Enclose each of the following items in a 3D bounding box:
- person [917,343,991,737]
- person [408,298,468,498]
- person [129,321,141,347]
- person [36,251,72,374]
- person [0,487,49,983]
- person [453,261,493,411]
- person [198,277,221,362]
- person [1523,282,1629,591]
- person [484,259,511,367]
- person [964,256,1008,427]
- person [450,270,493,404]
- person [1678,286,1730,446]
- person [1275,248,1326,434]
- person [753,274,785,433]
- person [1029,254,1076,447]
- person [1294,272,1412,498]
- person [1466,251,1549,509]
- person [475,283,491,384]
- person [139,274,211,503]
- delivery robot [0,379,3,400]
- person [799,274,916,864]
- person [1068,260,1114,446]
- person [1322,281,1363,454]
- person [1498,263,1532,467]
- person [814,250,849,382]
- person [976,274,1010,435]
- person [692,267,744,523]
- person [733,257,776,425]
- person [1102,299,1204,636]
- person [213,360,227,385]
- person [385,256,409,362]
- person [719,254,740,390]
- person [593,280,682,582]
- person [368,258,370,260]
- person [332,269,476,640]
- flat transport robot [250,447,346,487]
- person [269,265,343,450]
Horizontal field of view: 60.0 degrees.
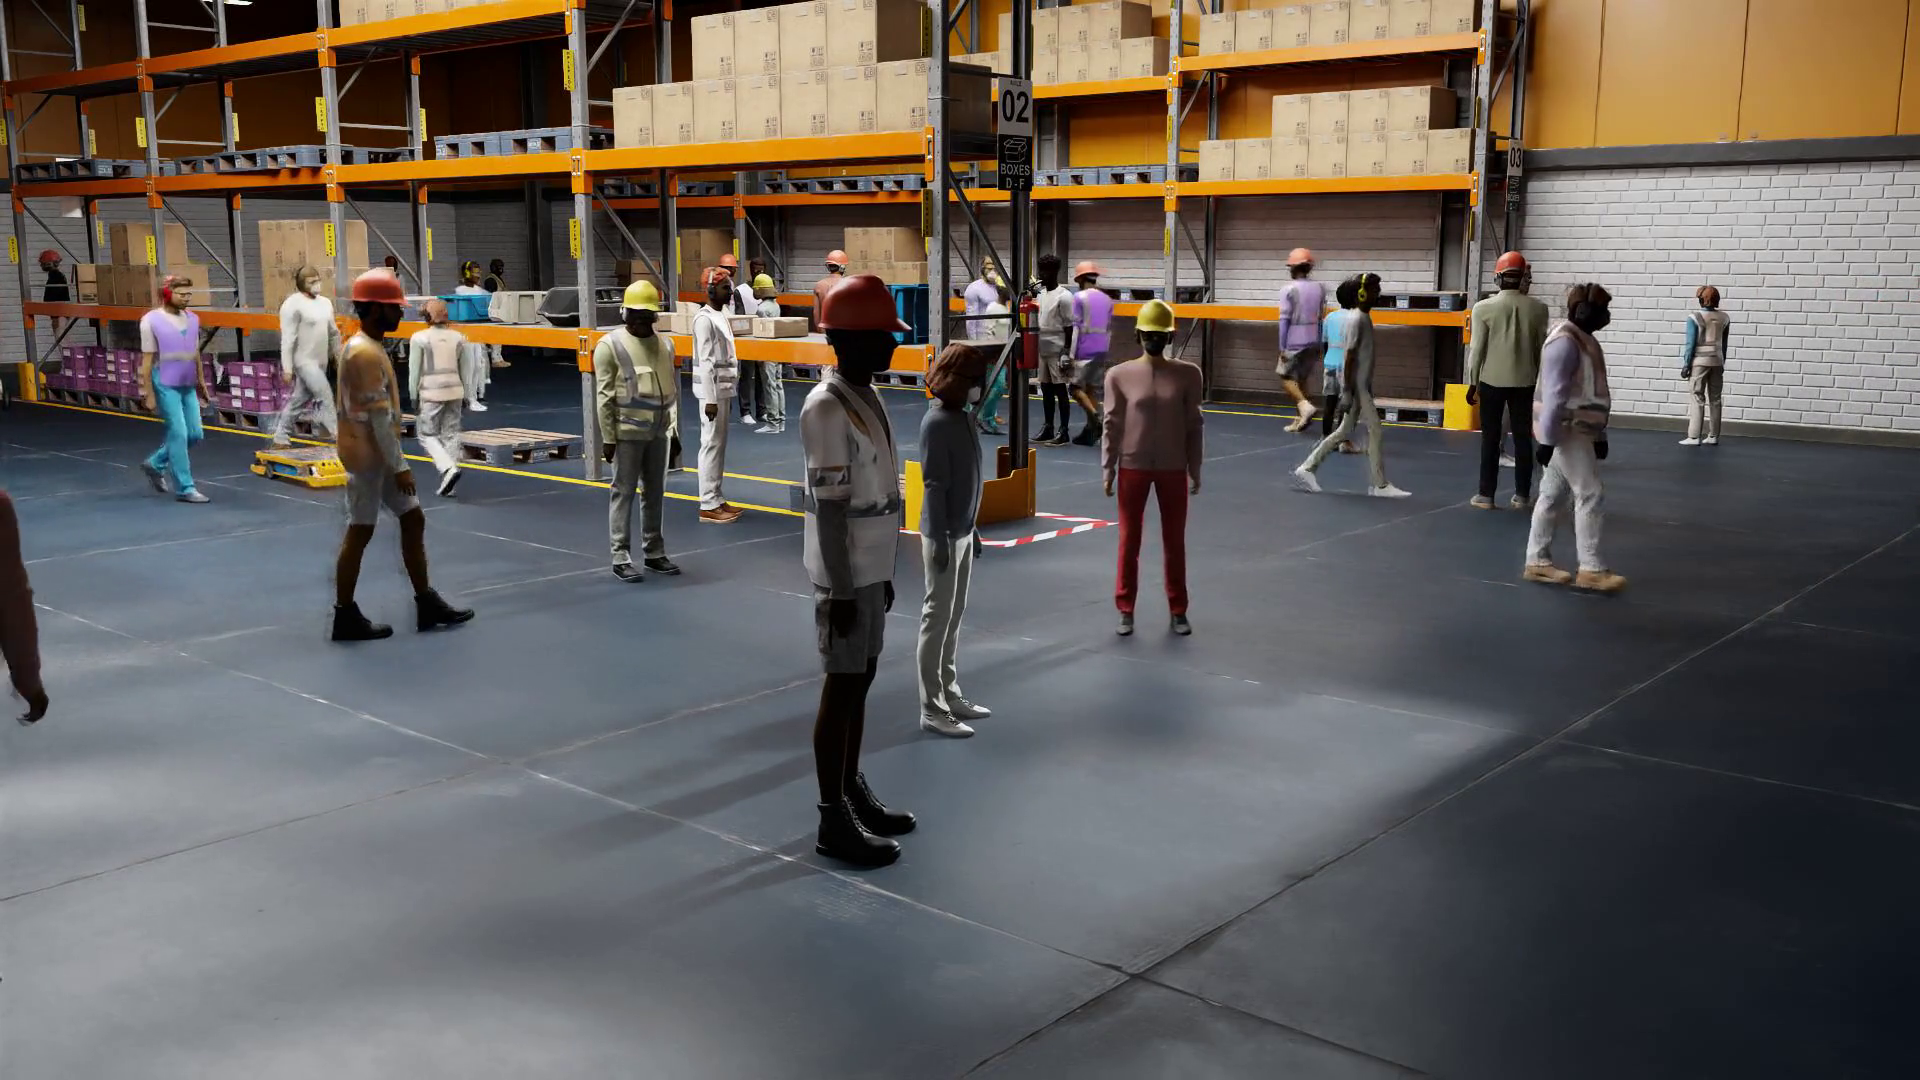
[{"bbox_3d":[-0.025,-0.009,6.989,0.279,1.633,0.498,3,10,16],"label":"person"},{"bbox_3d":[-4.161,-1.132,13.390,0.445,1.623,0.537,10,14,43],"label":"person"},{"bbox_3d":[-13.675,-3.832,27.981,0.641,1.908,0.408,-8,13,-40],"label":"person"},{"bbox_3d":[-13.924,-3.439,25.612,0.425,1.987,0.645,-4,11,-22],"label":"person"},{"bbox_3d":[-2.739,0.393,4.418,0.530,1.740,0.447,0,10,-2],"label":"person"},{"bbox_3d":[-6.089,-2.548,20.808,0.377,1.867,0.545,3,11,18],"label":"person"},{"bbox_3d":[-12.052,-3.437,26.564,0.502,1.618,0.423,2,10,11],"label":"person"},{"bbox_3d":[3.744,-0.607,9.873,0.779,1.812,0.655,6,12,31],"label":"person"},{"bbox_3d":[-7.893,-3.873,28.417,0.430,1.840,0.621,-1,10,-3],"label":"person"},{"bbox_3d":[0.322,-2.256,18.925,0.629,1.937,0.379,-9,13,-42],"label":"person"},{"bbox_3d":[-6.345,-2.661,21.587,0.617,1.810,0.450,-8,13,-38],"label":"person"},{"bbox_3d":[7.626,-1.777,17.034,0.514,1.641,0.315,-3,10,-17],"label":"person"},{"bbox_3d":[3.704,-2.126,17.940,0.621,2.029,0.597,-5,11,-26],"label":"person"},{"bbox_3d":[-2.118,-2.039,18.241,0.321,1.741,0.489,3,10,14],"label":"person"},{"bbox_3d":[0.941,-1.936,17.019,0.364,1.962,0.612,-6,11,-29],"label":"person"},{"bbox_3d":[3.219,-1.268,13.602,0.932,1.838,0.522,4,11,20],"label":"person"},{"bbox_3d":[4.246,-1.236,12.951,0.614,1.993,0.395,0,10,0],"label":"person"},{"bbox_3d":[-7.229,-3.118,24.725,0.287,1.626,0.497,7,12,34],"label":"person"},{"bbox_3d":[-6.293,-1.197,13.218,0.607,1.818,0.604,3,10,15],"label":"person"},{"bbox_3d":[-12.214,-1.939,20.781,0.477,0.478,0.707,-8,12,-37],"label":"delivery robot"},{"bbox_3d":[-0.330,0.093,5.546,0.361,1.938,0.545,2,10,10],"label":"person"},{"bbox_3d":[1.341,-1.898,16.988,0.603,1.899,0.628,-7,12,-36],"label":"person"},{"bbox_3d":[3.790,-1.701,16.442,0.318,1.695,0.540,-5,11,-26],"label":"person"},{"bbox_3d":[5.113,-1.622,15.435,0.400,1.898,0.649,2,10,13],"label":"person"},{"bbox_3d":[-1.503,-2.549,20.421,0.611,1.996,0.378,5,11,26],"label":"person"},{"bbox_3d":[0.425,-1.984,17.917,0.435,1.737,0.550,5,11,28],"label":"person"},{"bbox_3d":[-1.804,-1.073,12.336,0.341,1.882,0.586,0,10,3],"label":"person"},{"bbox_3d":[-2.354,-2.295,19.211,0.399,1.915,0.589,10,14,44],"label":"person"},{"bbox_3d":[1.004,-0.370,8.688,0.536,1.761,0.327,0,10,-1],"label":"person"},{"bbox_3d":[-11.151,-3.145,24.100,0.794,1.901,0.595,-4,11,-24],"label":"person"},{"bbox_3d":[-10.074,-4.097,29.568,0.585,1.877,0.337,3,10,16],"label":"person"},{"bbox_3d":[-3.318,-3.115,23.821,0.378,1.932,0.551,-6,12,-31],"label":"person"},{"bbox_3d":[-1.941,-0.666,10.173,0.403,1.828,0.595,9,13,40],"label":"person"},{"bbox_3d":[-10.099,-3.909,28.040,0.543,2.000,0.690,2,10,12],"label":"person"},{"bbox_3d":[-2.896,-0.426,8.572,0.842,1.901,0.573,-2,10,-13],"label":"person"},{"bbox_3d":[-5.600,-0.656,14.553,0.652,0.197,1.431,-10,14,-44],"label":"flat transport robot"},{"bbox_3d":[-6.172,-1.673,15.820,1.065,1.875,0.732,2,10,12],"label":"person"}]
